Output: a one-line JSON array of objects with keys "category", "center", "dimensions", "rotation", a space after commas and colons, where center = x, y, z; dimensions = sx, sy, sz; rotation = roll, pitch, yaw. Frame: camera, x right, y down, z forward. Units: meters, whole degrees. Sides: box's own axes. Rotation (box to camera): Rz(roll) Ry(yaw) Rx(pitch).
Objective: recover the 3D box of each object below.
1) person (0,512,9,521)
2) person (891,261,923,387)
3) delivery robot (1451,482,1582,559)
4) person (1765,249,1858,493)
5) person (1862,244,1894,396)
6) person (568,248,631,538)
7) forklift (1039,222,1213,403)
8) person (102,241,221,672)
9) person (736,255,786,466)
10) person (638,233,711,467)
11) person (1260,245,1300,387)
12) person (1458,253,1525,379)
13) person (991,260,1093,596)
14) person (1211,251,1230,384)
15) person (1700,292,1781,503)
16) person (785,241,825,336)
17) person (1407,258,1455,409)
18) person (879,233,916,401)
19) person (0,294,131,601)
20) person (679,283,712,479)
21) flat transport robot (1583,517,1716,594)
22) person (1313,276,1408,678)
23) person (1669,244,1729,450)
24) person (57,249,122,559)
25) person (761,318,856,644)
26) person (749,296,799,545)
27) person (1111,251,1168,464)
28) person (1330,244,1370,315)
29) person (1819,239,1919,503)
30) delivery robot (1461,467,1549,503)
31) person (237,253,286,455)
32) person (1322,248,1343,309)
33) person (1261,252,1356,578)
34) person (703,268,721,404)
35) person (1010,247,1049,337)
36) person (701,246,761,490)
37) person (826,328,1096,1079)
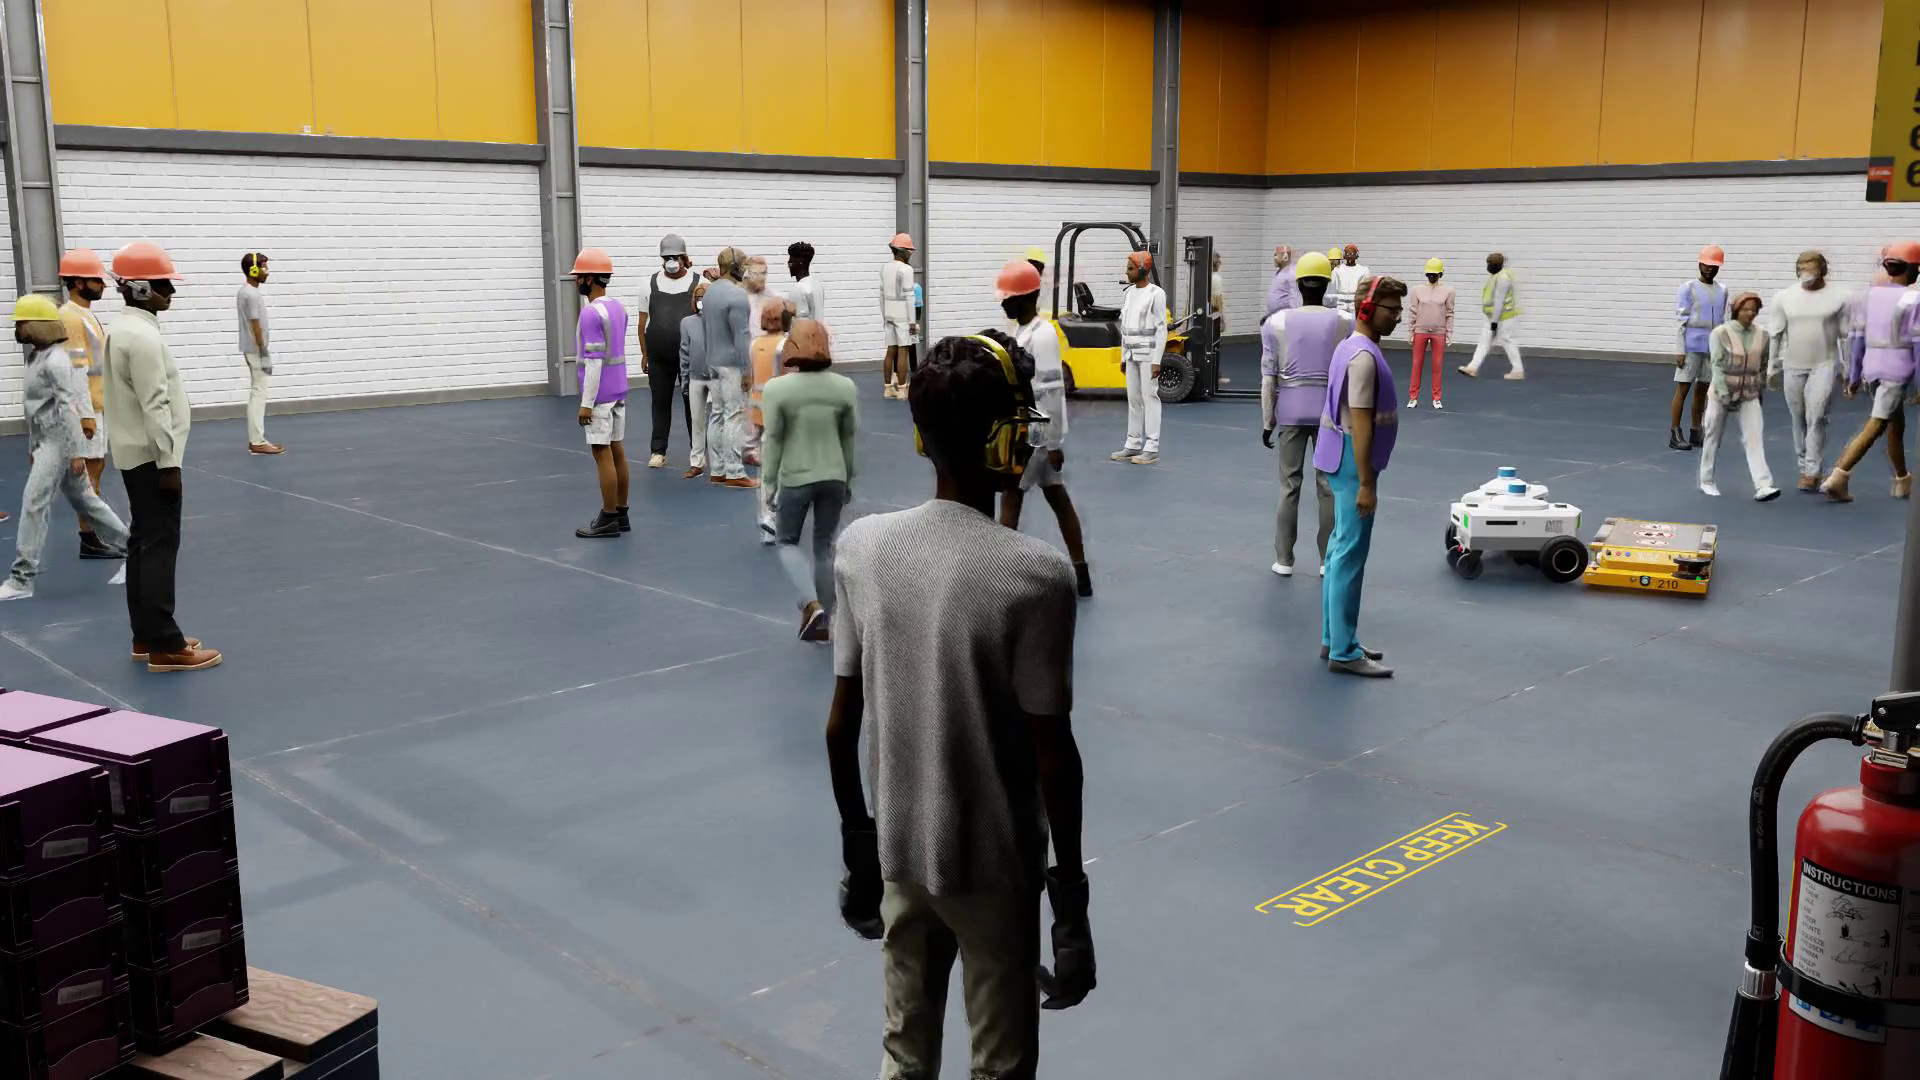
[{"category": "person", "center": [-6.986, -0.978, 11.436], "dimensions": [0.549, 1.833, 0.788], "rotation": [2, 11, 13]}, {"category": "person", "center": [-0.751, -2.888, 22.235], "dimensions": [0.529, 1.695, 0.321], "rotation": [5, 12, 27]}, {"category": "delivery robot", "center": [3.298, -0.100, 9.886], "dimensions": [0.707, 0.478, 0.477], "rotation": [0, 10, 3]}, {"category": "person", "center": [6.675, -1.325, 13.135], "dimensions": [0.641, 1.901, 0.837], "rotation": [9, 13, 39]}, {"category": "person", "center": [11.672, -2.761, 20.963], "dimensions": [0.406, 1.910, 0.637], "rotation": [3, 11, 17]}, {"category": "person", "center": [-2.423, -0.979, 11.160], "dimensions": [0.359, 1.939, 0.543], "rotation": [2, 11, 9]}, {"category": "forklift", "center": [1.935, -2.847, 20.651], "dimensions": [2.313, 2.155, 1.214], "rotation": [2, 11, 13]}, {"category": "person", "center": [-3.758, -0.385, 7.768], "dimensions": [0.387, 1.992, 0.626], "rotation": [-8, 13, -37]}, {"category": "person", "center": [-1.893, -1.607, 14.816], "dimensions": [0.653, 1.869, 0.716], "rotation": [-6, 12, -31]}, {"category": "person", "center": [-2.470, -1.643, 14.503], "dimensions": [0.682, 2.000, 0.537], "rotation": [-1, 10, -3]}, {"category": "person", "center": [4.222, -2.983, 22.242], "dimensions": [0.580, 1.891, 0.654], "rotation": [0, 10, -2]}, {"category": "person", "center": [7.539, -3.141, 23.406], "dimensions": [0.946, 1.772, 0.685], "rotation": [0, 10, 2]}, {"category": "person", "center": [0.309, -0.603, 9.250], "dimensions": [0.963, 1.878, 0.543], "rotation": [0, 10, -3]}, {"category": "person", "center": [3.295, -2.980, 22.420], "dimensions": [0.820, 1.818, 0.517], "rotation": [-4, 11, -22]}, {"category": "person", "center": [5.924, -1.075, 12.631], "dimensions": [0.504, 1.589, 0.896], "rotation": [0, 10, -2]}, {"category": "person", "center": [-1.443, -1.762, 15.368], "dimensions": [0.367, 1.960, 0.607], "rotation": [2, 11, 11]}, {"category": "person", "center": [5.506, -2.411, 19.466], "dimensions": [0.524, 1.759, 0.328], "rotation": [3, 11, 14]}, {"category": "person", "center": [-0.731, -2.732, 20.441], "dimensions": [0.393, 2.039, 0.611], "rotation": [-8, 13, -38]}, {"category": "person", "center": [-5.091, -0.541, 9.404], "dimensions": [0.903, 1.701, 0.491], "rotation": [-8, 13, -38]}, {"category": "person", "center": [-2.091, -1.316, 13.827], "dimensions": [0.501, 1.633, 0.286], "rotation": [2, 11, 13]}, {"category": "flat transport robot", "center": [4.164, 0.072, 9.978], "dimensions": [0.652, 0.197, 1.431], "rotation": [5, 11, 25]}, {"category": "person", "center": [1.838, -0.299, 7.730], "dimensions": [0.396, 1.837, 0.565], "rotation": [2, 11, 9]}, {"category": "person", "center": [7.014, -1.813, 15.728], "dimensions": [0.545, 1.933, 0.376], "rotation": [-3, 11, -16]}, {"category": "person", "center": [-5.446, -0.848, 10.455], "dimensions": [0.362, 1.934, 0.551], "rotation": [-4, 11, -20]}, {"category": "person", "center": [-0.719, -0.266, 8.151], "dimensions": [0.506, 1.623, 0.417], "rotation": [-5, 11, -23]}, {"category": "person", "center": [-1.175, -0.765, 10.816], "dimensions": [0.373, 1.622, 0.537], "rotation": [-10, 14, -43]}, {"category": "person", "center": [1.612, -1.618, 14.799], "dimensions": [0.360, 1.882, 0.575], "rotation": [-6, 12, -28]}, {"category": "person", "center": [5.816, -3.471, 24.908], "dimensions": [0.574, 1.882, 0.356], "rotation": [3, 11, 15]}, {"category": "person", "center": [7.009, -1.266, 12.586], "dimensions": [1.050, 2.001, 0.620], "rotation": [-2, 11, -12]}, {"category": "delivery robot", "center": [3.454, -0.218, 10.534], "dimensions": [0.477, 0.478, 0.707], "rotation": [8, 13, 38]}, {"category": "person", "center": [-6.511, -1.726, 15.446], "dimensions": [0.331, 1.861, 0.534], "rotation": [-6, 12, -28]}, {"category": "person", "center": [5.619, -3.479, 25.081], "dimensions": [0.590, 1.833, 0.404], "rotation": [4, 11, 20]}, {"category": "person", "center": [2.067, -0.728, 9.833], "dimensions": [0.586, 1.925, 0.369], "rotation": [2, 11, 11]}, {"category": "person", "center": [-2.914, -2.421, 19.844], "dimensions": [0.521, 1.638, 0.311], "rotation": [7, 12, 33]}, {"category": "person", "center": [0.849, -2.527, 19.766], "dimensions": [0.888, 1.874, 0.623], "rotation": [5, 11, 25]}, {"category": "person", "center": [-1.836, -1.366, 13.277], "dimensions": [0.355, 1.936, 0.635], "rotation": [-7, 12, -33]}, {"category": "person", "center": [0.012, 0.580, 2.892], "dimensions": [0.552, 1.863, 0.404], "rotation": [8, 13, 36]}]
